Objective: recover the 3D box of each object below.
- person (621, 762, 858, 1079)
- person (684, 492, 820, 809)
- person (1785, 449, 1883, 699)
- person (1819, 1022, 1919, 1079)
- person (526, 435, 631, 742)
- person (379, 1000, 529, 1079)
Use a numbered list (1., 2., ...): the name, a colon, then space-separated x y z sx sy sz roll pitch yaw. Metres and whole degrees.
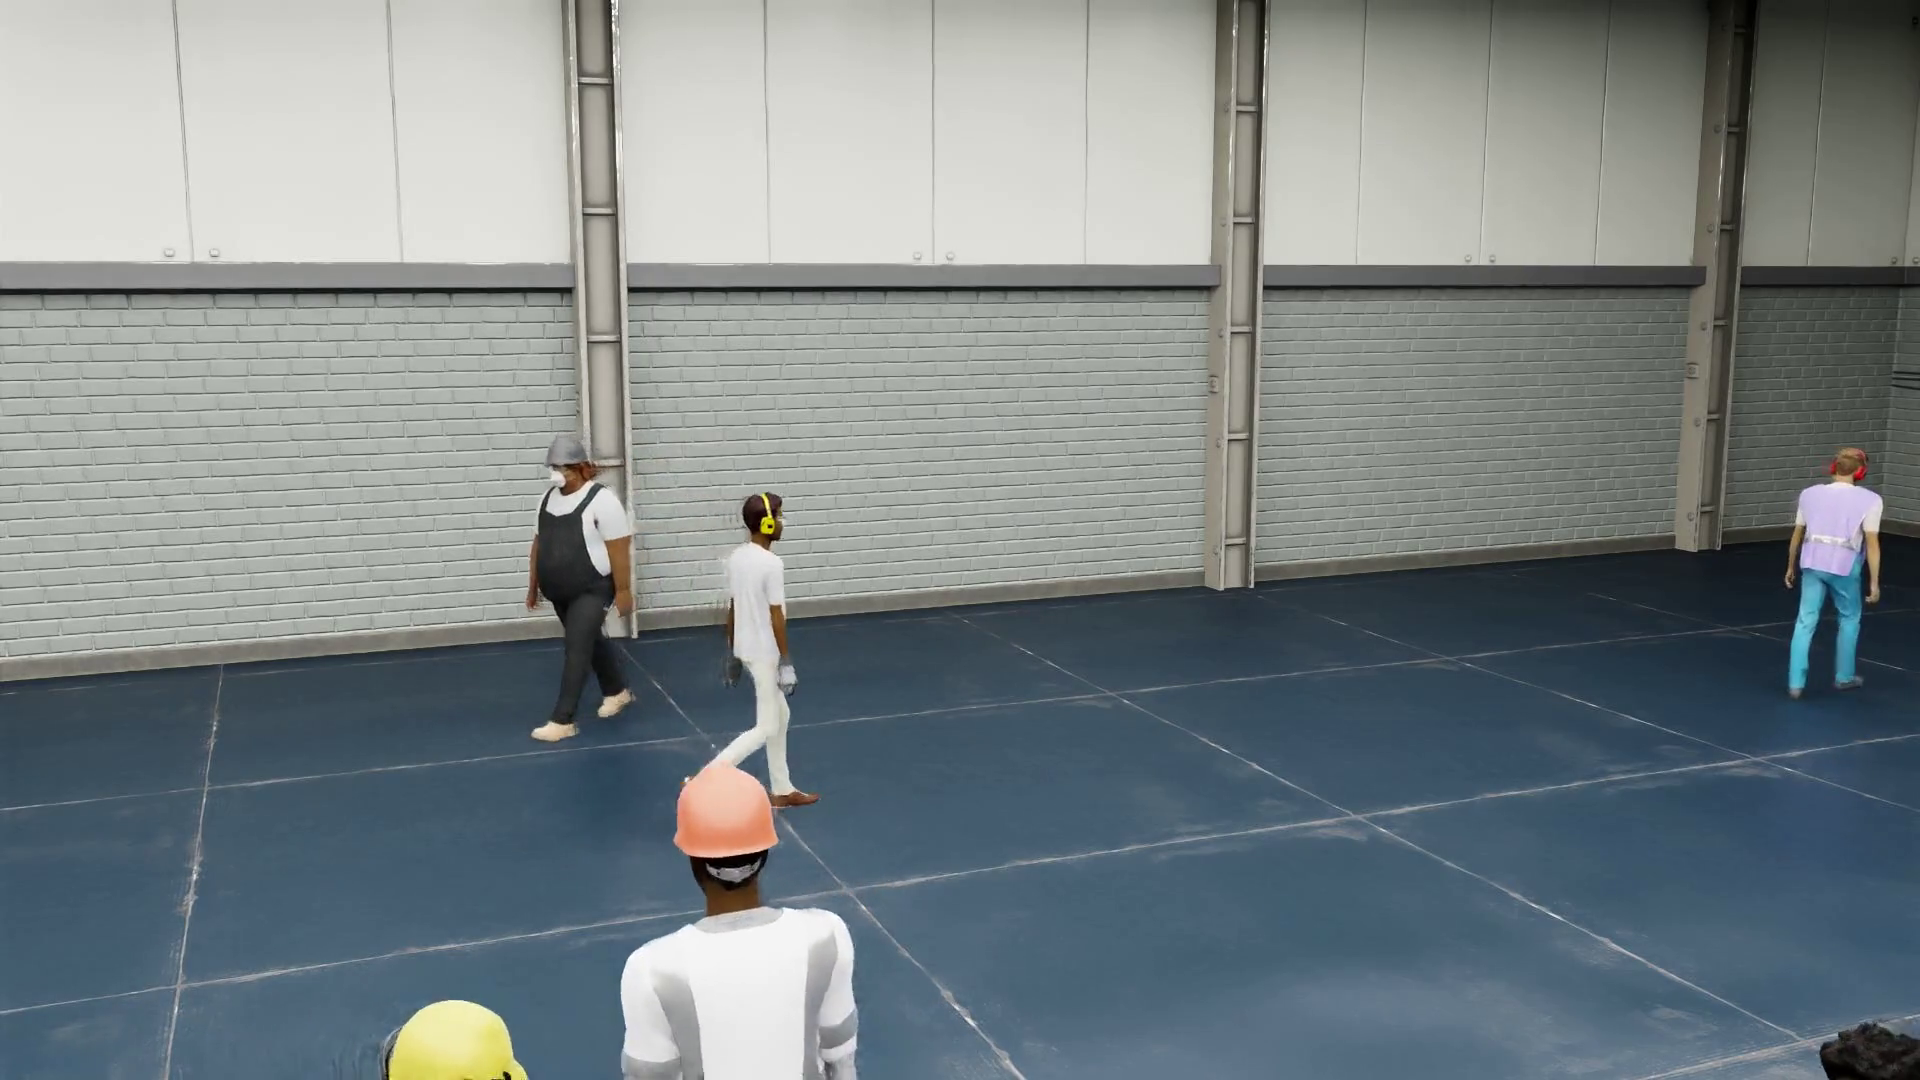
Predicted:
1. person: -0.492 1.471 3.845 0.558 1.926 0.630 -3 10 -19
2. person: -1.162 0.656 9.238 0.785 1.845 0.525 -5 10 -30
3. person: 6.303 0.239 11.970 0.889 1.790 0.696 -8 12 -41
4. person: 1.749 1.700 3.150 0.554 1.684 0.534 -4 10 -26
5. person: -2.534 0.255 11.118 0.689 2.000 0.998 6 11 34
6. person: -1.011 1.678 3.224 0.935 1.702 0.538 -1 9 -4
